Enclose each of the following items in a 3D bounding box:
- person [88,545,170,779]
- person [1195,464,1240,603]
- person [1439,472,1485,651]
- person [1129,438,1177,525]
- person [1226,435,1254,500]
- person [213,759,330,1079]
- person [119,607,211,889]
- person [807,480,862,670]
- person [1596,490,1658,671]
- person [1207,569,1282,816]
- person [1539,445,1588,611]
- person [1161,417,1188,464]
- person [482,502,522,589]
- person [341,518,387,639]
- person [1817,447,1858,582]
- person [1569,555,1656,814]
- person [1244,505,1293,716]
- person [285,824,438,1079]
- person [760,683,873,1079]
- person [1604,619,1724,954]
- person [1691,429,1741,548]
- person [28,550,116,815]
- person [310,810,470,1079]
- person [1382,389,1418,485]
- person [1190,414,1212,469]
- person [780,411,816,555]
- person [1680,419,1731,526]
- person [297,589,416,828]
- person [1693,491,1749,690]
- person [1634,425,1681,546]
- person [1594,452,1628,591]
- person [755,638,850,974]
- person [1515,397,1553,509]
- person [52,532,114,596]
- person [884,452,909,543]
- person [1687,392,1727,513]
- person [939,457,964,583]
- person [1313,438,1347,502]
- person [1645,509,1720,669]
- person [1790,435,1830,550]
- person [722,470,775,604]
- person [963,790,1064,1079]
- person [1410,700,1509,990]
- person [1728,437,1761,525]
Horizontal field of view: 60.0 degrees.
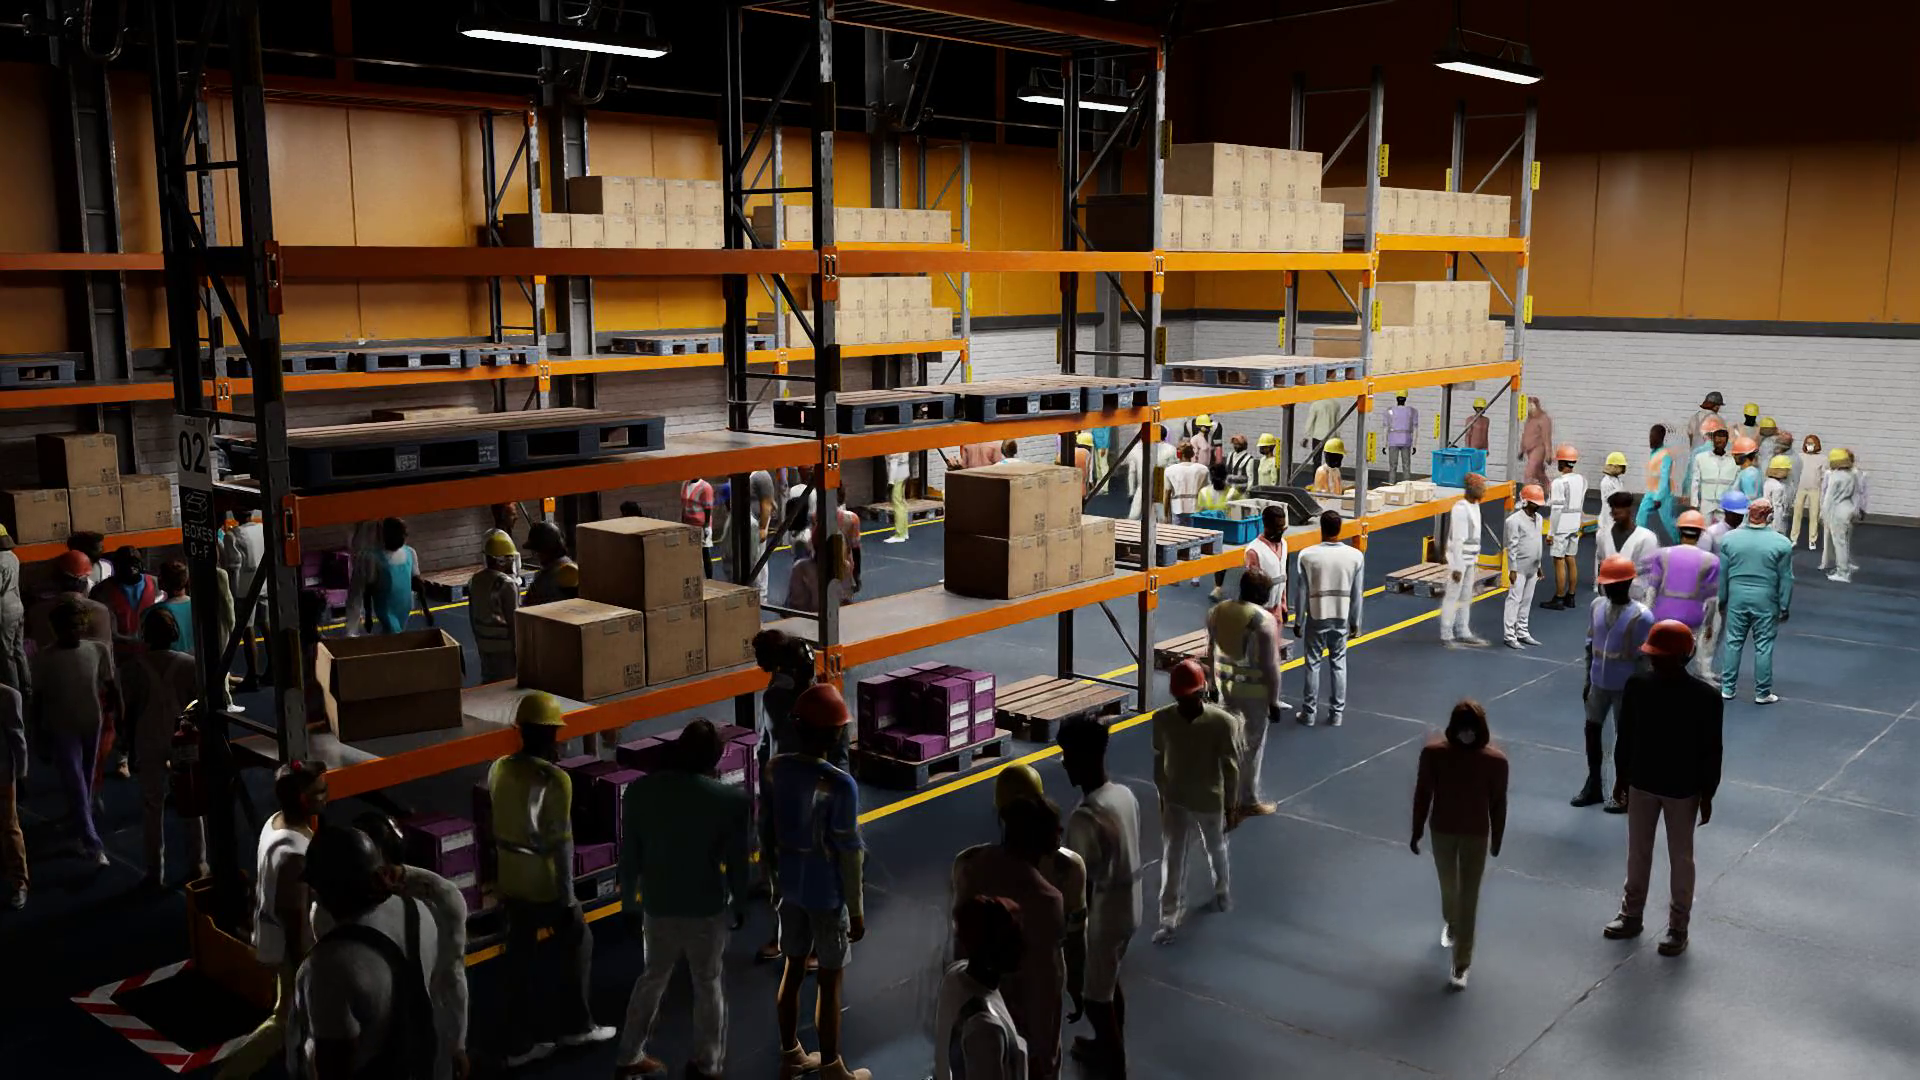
[{"bbox_3d":[-6.539,0.952,13.195,0.622,1.845,0.429,-7,12,-37],"label":"person"},{"bbox_3d":[3.063,-0.084,19.939,0.548,1.646,0.880,5,11,29],"label":"person"},{"bbox_3d":[5.318,0.219,17.488,0.397,1.883,0.586,6,11,33],"label":"person"},{"bbox_3d":[2.609,-0.684,22.896,0.758,1.875,0.456,2,10,15],"label":"person"},{"bbox_3d":[3.966,-0.682,23.585,0.311,1.634,0.516,-6,11,-33],"label":"person"},{"bbox_3d":[-3.099,1.895,7.642,0.823,1.822,0.571,-5,11,-30],"label":"person"},{"bbox_3d":[-5.153,1.351,10.833,0.505,1.839,0.339,-4,10,-25],"label":"person"},{"bbox_3d":[-1.280,0.323,16.573,0.613,1.965,0.361,0,10,2],"label":"person"},{"bbox_3d":[6.362,0.472,15.827,0.639,1.929,0.939,9,13,44],"label":"person"},{"bbox_3d":[2.101,1.119,12.283,0.431,1.829,0.686,-7,12,-37],"label":"person"},{"bbox_3d":[7.051,-0.143,19.446,0.543,1.939,0.356,-7,12,-36],"label":"person"},{"bbox_3d":[3.446,-1.441,27.472,0.578,1.851,0.440,5,11,26],"label":"person"},{"bbox_3d":[-4.255,0.543,15.513,0.361,1.884,0.574,-6,11,-32],"label":"person"},{"bbox_3d":[-6.181,0.303,17.160,0.611,1.797,0.829,6,11,33],"label":"person"},{"bbox_3d":[11.150,-0.328,21.176,0.500,1.723,0.488,-6,11,-32],"label":"person"},{"bbox_3d":[4.798,1.071,12.249,0.510,1.920,0.579,-6,11,-31],"label":"person"},{"bbox_3d":[2.753,0.624,14.972,0.414,1.906,0.600,8,12,39],"label":"person"},{"bbox_3d":[-2.198,2.007,6.303,0.950,2.000,0.692,3,10,17],"label":"person"},{"bbox_3d":[-0.685,1.701,8.125,0.614,2.041,0.393,8,12,39],"label":"person"},{"bbox_3d":[4.155,1.439,9.834,0.392,1.990,0.623,-8,13,-41],"label":"person"},{"bbox_3d":[9.796,-0.491,21.586,0.596,1.915,0.372,2,10,11],"label":"person"},{"bbox_3d":[-6.458,1.055,12.168,0.618,1.975,0.487,-1,10,-3],"label":"person"},{"bbox_3d":[-2.276,2.004,6.670,0.653,1.936,0.412,0,10,1],"label":"person"},{"bbox_3d":[7.540,-1.660,28.530,0.589,1.928,0.384,2,10,10],"label":"person"},{"bbox_3d":[3.663,-1.022,25.206,0.311,1.769,0.522,7,12,36],"label":"person"},{"bbox_3d":[-2.179,-0.780,22.969,0.605,2.033,0.392,0,10,1],"label":"person"},{"bbox_3d":[10.120,-0.673,22.615,0.639,1.929,1.068,-3,10,-15],"label":"person"},{"bbox_3d":[-4.153,1.244,11.205,0.635,1.936,0.808,7,12,38],"label":"person"},{"bbox_3d":[7.251,0.475,15.888,0.613,1.900,0.607,-4,10,-22],"label":"person"},{"bbox_3d":[9.503,-0.642,22.684,1.007,1.863,0.596,0,10,0],"label":"person"},{"bbox_3d":[8.030,-0.219,20.478,0.296,1.743,0.493,7,12,37],"label":"person"},{"bbox_3d":[-0.917,1.513,9.557,0.628,1.940,0.373,6,11,33],"label":"person"},{"bbox_3d":[9.554,-1.441,27.505,0.930,1.865,0.636,-1,10,-7],"label":"person"},{"bbox_3d":[-7.925,0.735,15.103,0.520,1.636,0.312,-5,11,-27],"label":"person"},{"bbox_3d":[-0.937,-0.916,24.099,0.387,1.922,0.594,3,10,15],"label":"person"},{"bbox_3d":[11.883,-1.348,26.333,0.535,2.000,0.674,-3,10,-17],"label":"person"},{"bbox_3d":[-0.054,-0.235,20.882,0.306,1.640,0.522,-5,11,-28],"label":"person"},{"bbox_3d":[4.536,-0.295,20.437,0.407,1.917,0.583,5,11,28],"label":"person"},{"bbox_3d":[6.350,0.677,14.625,0.569,1.907,0.676,6,11,30],"label":"person"},{"bbox_3d":[12.018,-0.682,23.571,0.501,1.633,0.279,7,12,35],"label":"person"},{"bbox_3d":[-2.509,-0.193,19.440,0.537,2.000,0.674,-8,13,-40],"label":"person"},{"bbox_3d":[0.111,1.984,6.862,0.698,1.911,0.646,-5,11,-27],"label":"person"},{"bbox_3d":[2.879,1.688,9.591,0.504,1.595,0.866,5,11,26],"label":"person"},{"bbox_3d":[9.091,-0.184,19.378,0.383,2.039,0.615,5,11,27],"label":"person"}]
